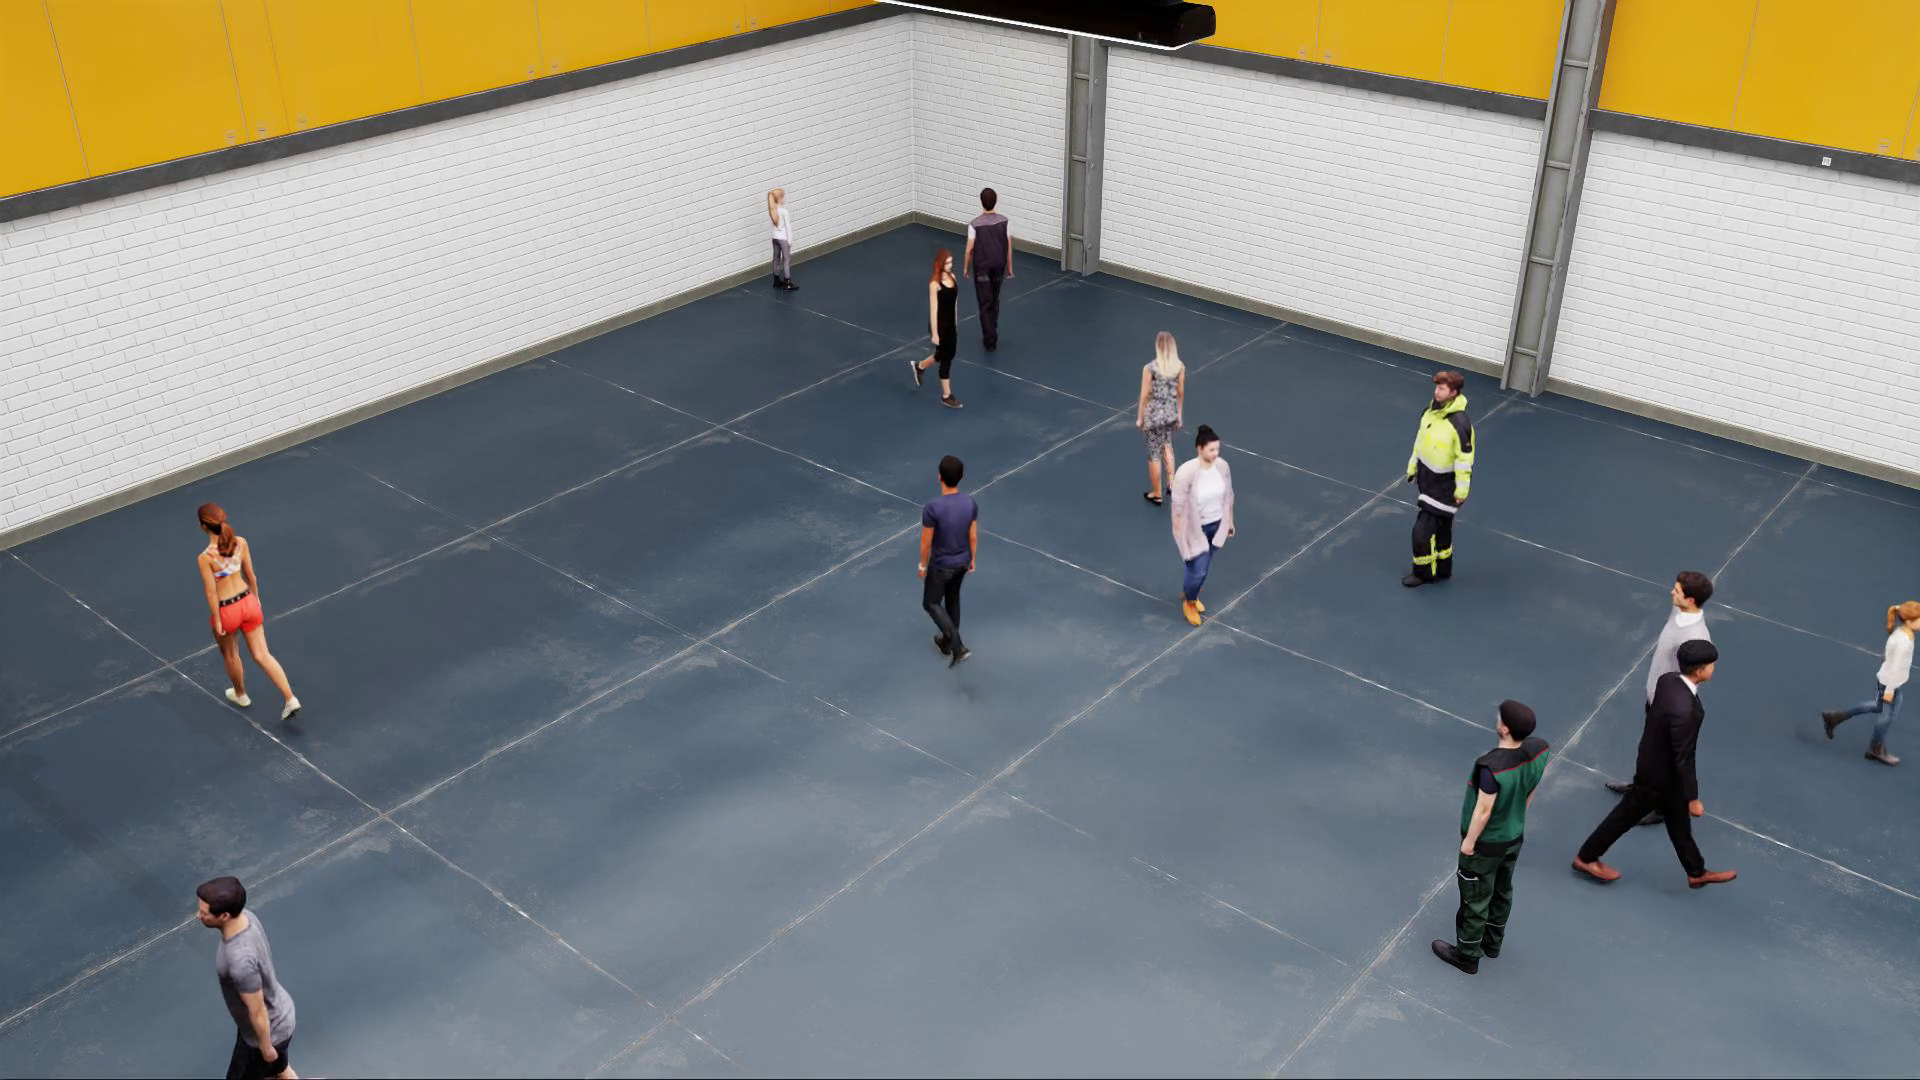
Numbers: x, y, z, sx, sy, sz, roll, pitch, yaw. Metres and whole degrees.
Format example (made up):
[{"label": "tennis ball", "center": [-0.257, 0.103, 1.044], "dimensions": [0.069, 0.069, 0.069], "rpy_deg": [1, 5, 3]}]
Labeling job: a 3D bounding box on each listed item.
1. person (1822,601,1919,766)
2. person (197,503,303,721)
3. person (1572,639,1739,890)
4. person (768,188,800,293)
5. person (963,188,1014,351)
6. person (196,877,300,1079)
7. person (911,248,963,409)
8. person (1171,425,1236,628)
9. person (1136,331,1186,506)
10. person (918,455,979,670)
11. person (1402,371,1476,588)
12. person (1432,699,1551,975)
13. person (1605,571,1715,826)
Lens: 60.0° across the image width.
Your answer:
[{"label": "person", "center": [6.600, 1.002, 11.934], "dimensions": [0.824, 1.304, 0.551], "rpy_deg": [16, 32, 27]}, {"label": "person", "center": [-5.272, 0.567, 12.255], "dimensions": [1.120, 1.761, 0.653], "rpy_deg": [18, 33, 30]}, {"label": "person", "center": [4.331, 1.461, 10.559], "dimensions": [1.318, 1.817, 0.992], "rpy_deg": [11, 30, 19]}, {"label": "person", "center": [-2.227, -3.734, 20.645], "dimensions": [0.417, 1.278, 0.537], "rpy_deg": [22, 36, 35]}, {"label": "person", "center": [0.358, -3.024, 18.766], "dimensions": [0.949, 1.831, 1.048], "rpy_deg": [-8, 30, -15]}, {"label": "person", "center": [-3.524, 2.481, 8.649], "dimensions": [0.891, 1.856, 0.830], "rpy_deg": [-9, 30, -15]}, {"label": "person", "center": [-0.246, -2.247, 17.476], "dimensions": [0.970, 1.701, 0.615], "rpy_deg": [19, 34, 31]}, {"label": "person", "center": [1.920, -0.172, 13.648], "dimensions": [0.787, 1.724, 0.819], "rpy_deg": [-18, 33, -29]}, {"label": "person", "center": [1.881, -1.072, 15.331], "dimensions": [0.702, 1.693, 0.764], "rpy_deg": [-11, 30, -18]}, {"label": "person", "center": [-0.064, 0.214, 12.883], "dimensions": [0.826, 1.779, 0.996], "rpy_deg": [-16, 32, -27]}, {"label": "person", "center": [4.149, -0.518, 14.034], "dimensions": [1.019, 1.962, 0.933], "rpy_deg": [-8, 30, -14]}, {"label": "person", "center": [3.193, 1.754, 9.933], "dimensions": [0.721, 1.901, 0.658], "rpy_deg": [-19, 34, -31]}, {"label": "person", "center": [4.792, 1.054, 11.196], "dimensions": [0.819, 1.920, 0.832], "rpy_deg": [4, 29, 8]}]
